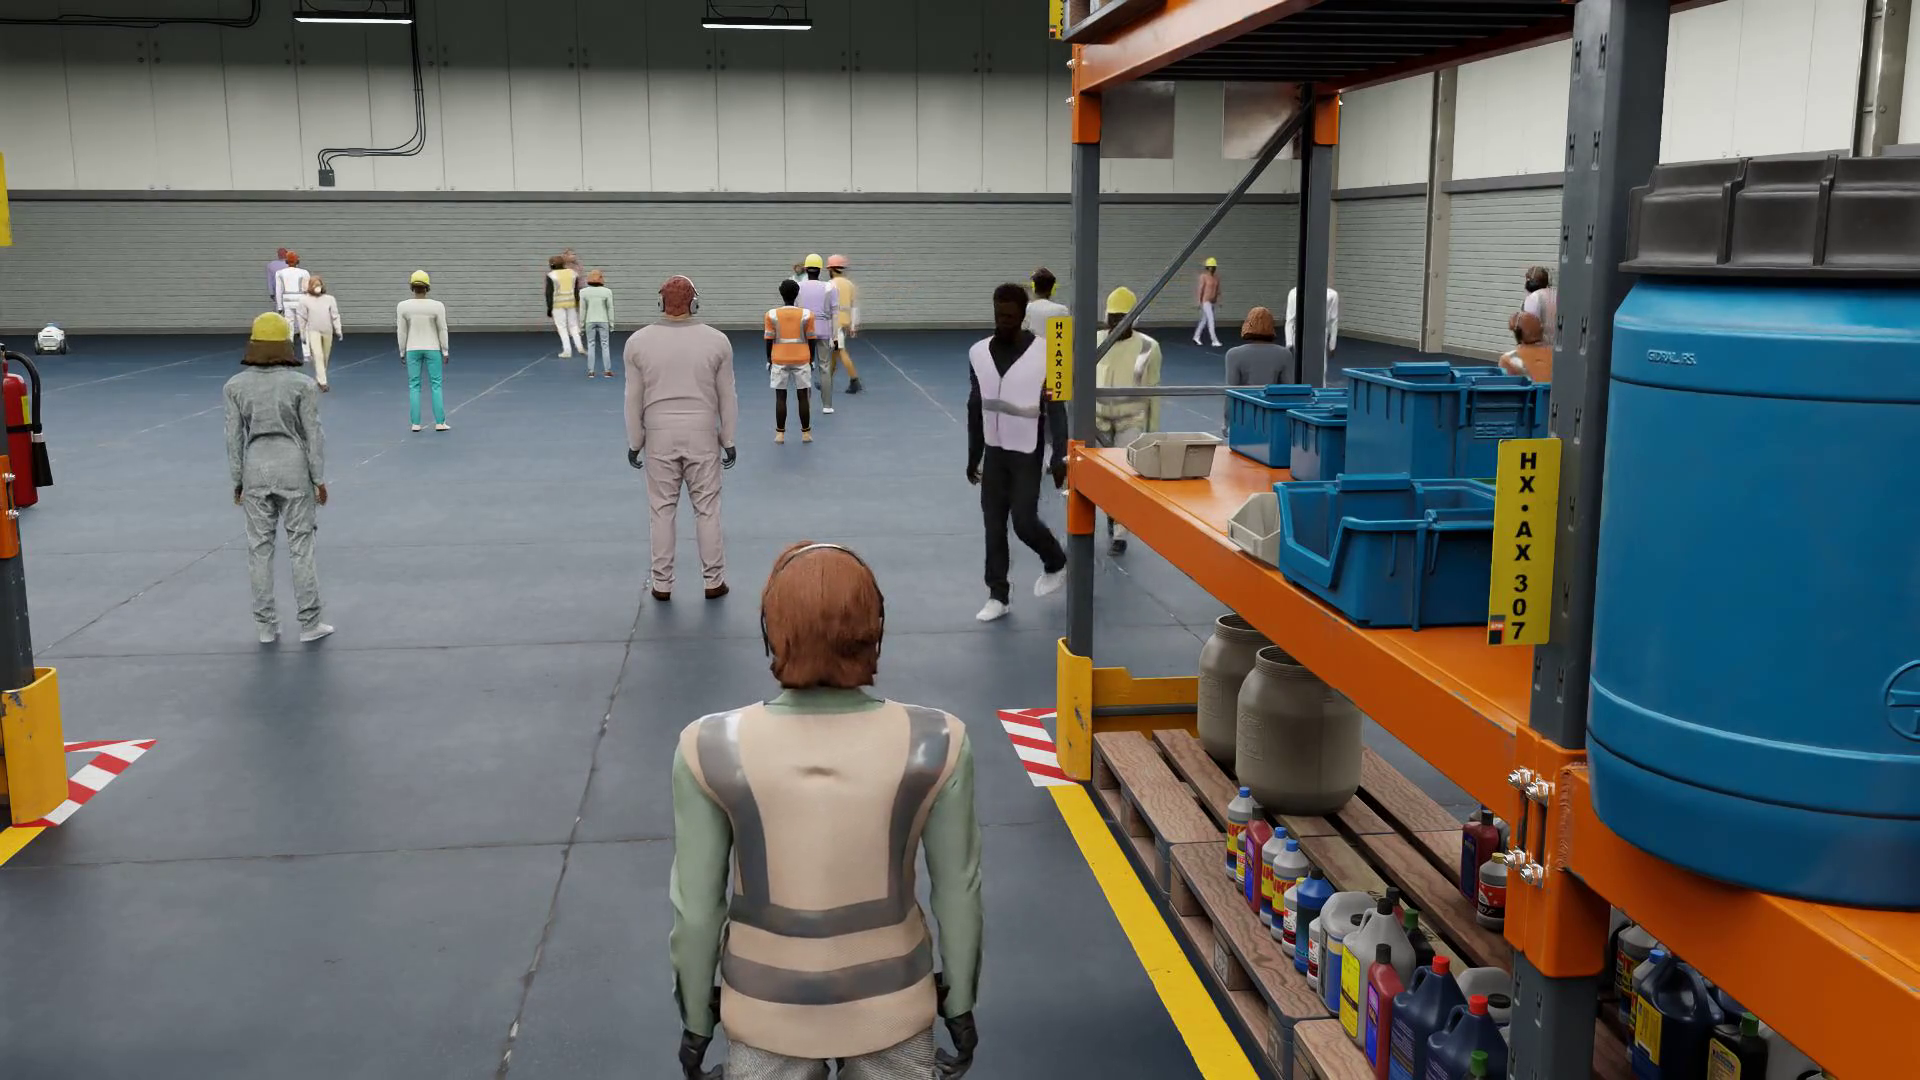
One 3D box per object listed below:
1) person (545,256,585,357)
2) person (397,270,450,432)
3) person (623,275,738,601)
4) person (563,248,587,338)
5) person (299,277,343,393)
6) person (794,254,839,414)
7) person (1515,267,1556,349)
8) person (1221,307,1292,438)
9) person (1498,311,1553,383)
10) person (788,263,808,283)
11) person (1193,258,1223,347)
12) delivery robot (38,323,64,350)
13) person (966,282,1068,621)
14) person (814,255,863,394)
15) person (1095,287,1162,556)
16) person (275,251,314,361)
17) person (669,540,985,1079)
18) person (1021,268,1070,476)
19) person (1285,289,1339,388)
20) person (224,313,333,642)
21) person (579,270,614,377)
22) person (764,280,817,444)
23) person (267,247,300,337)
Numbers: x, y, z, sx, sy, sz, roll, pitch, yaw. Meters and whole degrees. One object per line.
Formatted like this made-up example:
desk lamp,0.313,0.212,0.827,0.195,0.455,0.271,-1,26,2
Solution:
person,-7.057,-4.141,29.556,0.449,1.805,0.719,9,14,41
person,-5.887,-2.069,18.271,0.535,1.766,0.321,-1,10,-7
person,-1.634,-0.592,9.789,0.655,1.906,0.407,-1,10,-7
person,-8.123,-5.175,34.952,0.625,1.885,0.682,10,14,43
person,-8.860,-2.849,23.034,0.504,1.589,0.847,-8,13,-38
person,-1.759,-2.472,20.034,0.595,1.924,0.373,-1,10,-7
person,6.115,-2.029,17.953,0.632,1.803,0.914,-8,13,-38
person,2.135,-0.855,11.977,0.509,1.632,0.267,-1,10,-7
person,3.901,-0.772,11.525,0.529,1.619,0.460,-4,11,-21
person,-3.258,-4.859,34.016,0.506,1.601,0.861,4,11,19
person,4.871,-4.678,32.679,0.532,1.728,0.883,-8,13,-38
delivery robot,-16.549,-3.700,30.277,0.477,0.478,0.707,-4,11,-21
person,0.350,-0.502,9.349,0.628,1.890,0.612,7,12,34
person,-1.660,-2.955,22.803,0.984,1.897,0.557,8,13,38
person,1.088,-0.837,11.419,0.592,1.805,0.801,3,11,17
person,-11.391,-3.996,28.504,0.587,1.883,0.341,-1,10,-7
person,-0.219,0.816,2.804,0.525,1.636,0.307,-1,10,-7
person,0.713,-1.478,14.860,0.571,1.853,0.430,0,10,-2
person,3.970,-2.203,18.786,0.586,1.838,0.959,2,10,9
person,-3.598,-0.323,8.799,0.505,1.735,0.362,-1,10,-4
person,-5.525,-3.291,25.327,0.509,1.632,0.265,-1,10,-7
person,-1.748,-1.835,17.176,0.542,1.695,0.316,-1,10,-7
person,-14.447,-5.304,35.621,0.655,1.904,0.407,-1,10,-7
